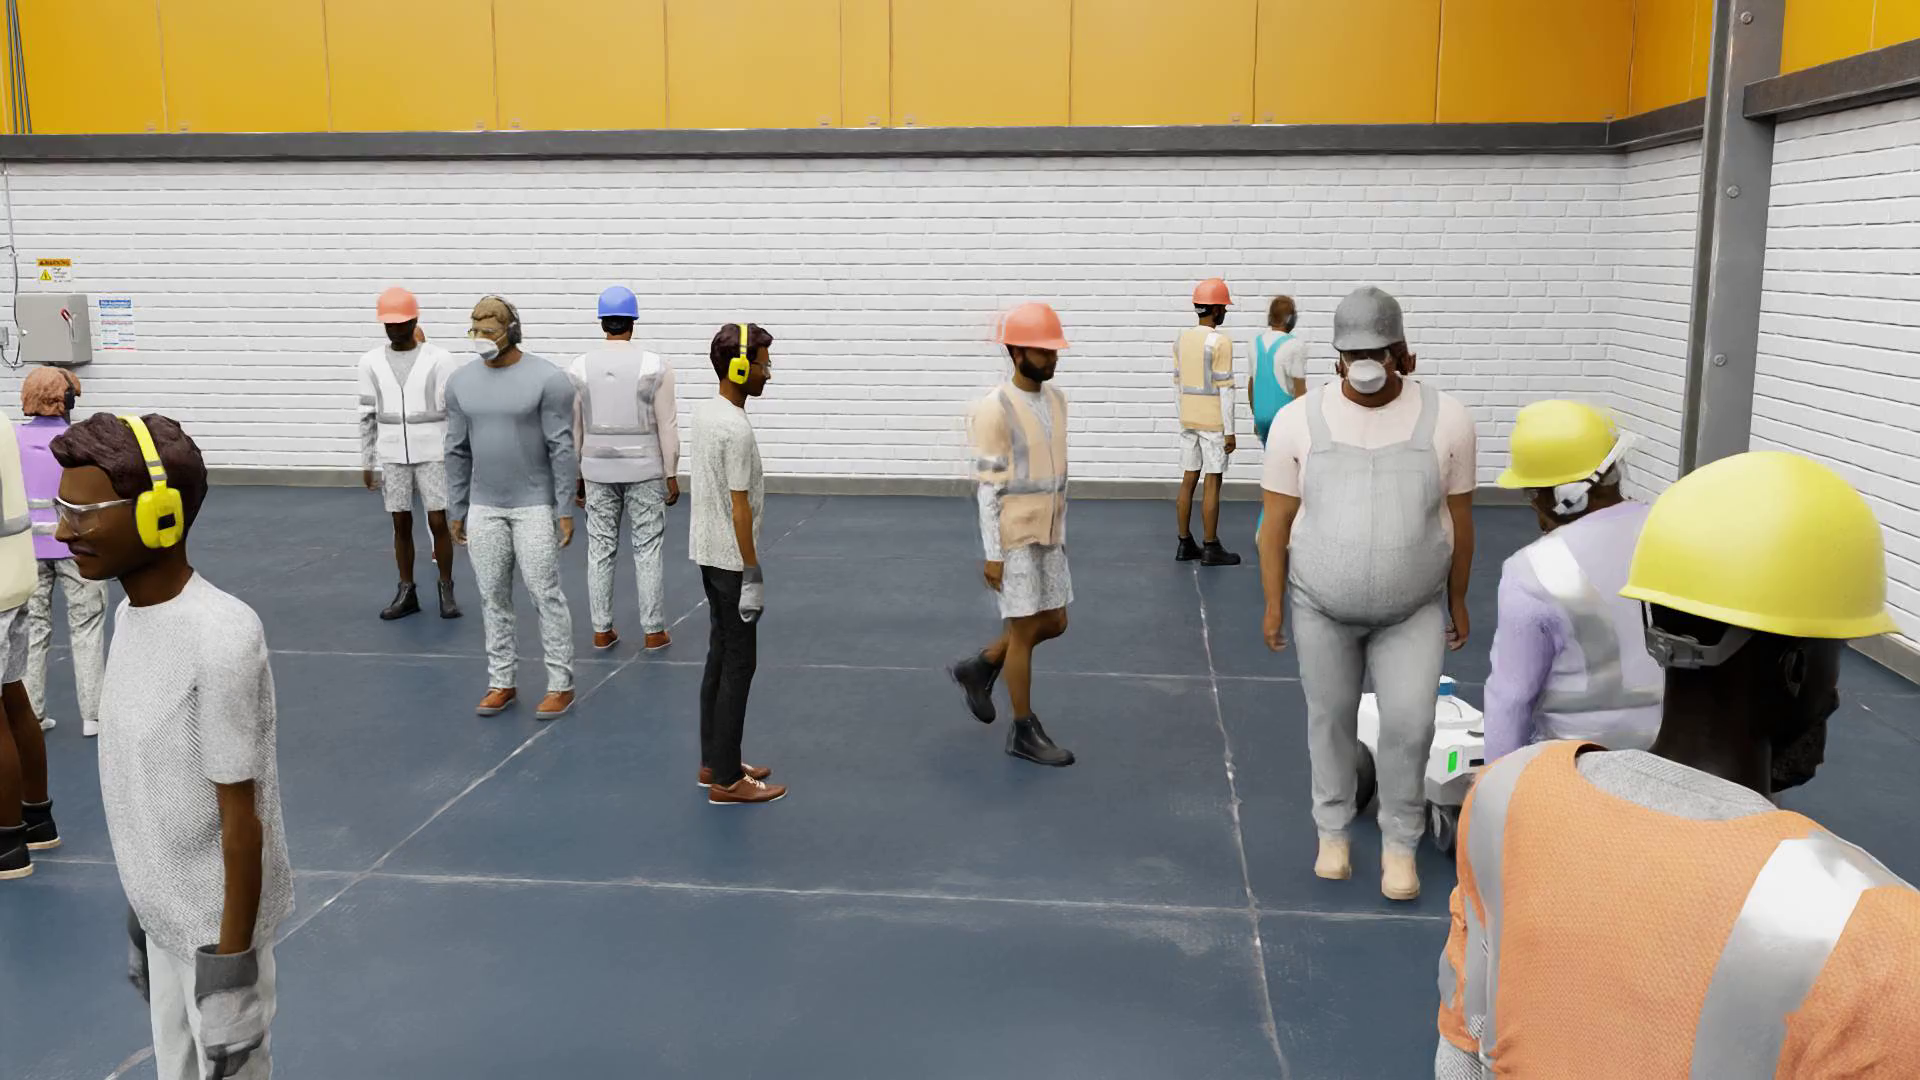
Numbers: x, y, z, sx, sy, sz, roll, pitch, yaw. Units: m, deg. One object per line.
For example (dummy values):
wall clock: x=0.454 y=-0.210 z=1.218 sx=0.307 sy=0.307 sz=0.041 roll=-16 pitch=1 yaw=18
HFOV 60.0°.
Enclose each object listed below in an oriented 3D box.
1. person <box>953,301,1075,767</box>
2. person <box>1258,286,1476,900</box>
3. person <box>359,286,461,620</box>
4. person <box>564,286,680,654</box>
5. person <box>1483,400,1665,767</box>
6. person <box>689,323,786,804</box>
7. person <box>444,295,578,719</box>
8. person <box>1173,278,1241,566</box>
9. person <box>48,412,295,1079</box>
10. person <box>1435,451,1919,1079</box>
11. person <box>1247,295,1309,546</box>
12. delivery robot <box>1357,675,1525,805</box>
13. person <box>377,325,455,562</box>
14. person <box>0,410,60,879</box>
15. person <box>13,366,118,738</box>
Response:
person: x=0.216 y=-0.036 z=6.963 sx=0.629 sy=1.924 sz=0.547 roll=8 pitch=13 yaw=39
person: x=1.322 y=0.166 z=5.460 sx=0.702 sy=2.000 sz=0.649 roll=3 pitch=10 yaw=14
person: x=-3.133 y=-0.483 z=9.521 sx=0.578 sy=1.924 sz=0.409 roll=-1 pitch=10 yaw=-5
person: x=-1.772 y=-0.360 z=8.777 sx=0.604 sy=1.939 sz=0.414 roll=1 pitch=10 yaw=4
person: x=1.576 y=0.544 z=4.074 sx=0.659 sy=1.777 sz=0.520 roll=-4 pitch=11 yaw=-20
person: x=-0.860 y=0.098 z=6.399 sx=0.343 sy=1.856 sz=0.526 roll=-5 pitch=11 yaw=-24
person: x=-2.037 y=-0.145 z=7.579 sx=0.639 sy=1.926 sz=0.367 roll=2 pitch=10 yaw=12
person: x=1.674 y=-0.792 z=11.243 sx=0.359 sy=1.938 sz=0.545 roll=-7 pitch=12 yaw=-34
person: x=-1.344 y=0.703 z=2.909 sx=0.505 sy=1.864 sz=0.331 roll=10 pitch=14 yaw=44
person: x=0.779 y=0.861 z=1.807 sx=0.374 sy=1.924 sz=0.594 roll=-5 pitch=11 yaw=-26
person: x=2.354 y=-0.863 z=12.071 sx=0.818 sy=1.806 sz=0.559 roll=-9 pitch=13 yaw=-42
delivery robot: x=1.756 y=0.744 z=6.137 sx=0.477 sy=0.478 sz=0.707 roll=-3 pitch=10 yaw=-17
person: x=-3.706 y=-0.655 z=11.324 sx=0.508 sy=1.632 sz=0.271 roll=-1 pitch=10 yaw=-4
person: x=-3.345 y=0.178 z=5.649 sx=0.370 sy=1.958 sz=0.598 roll=-3 pitch=10 yaw=-16
person: x=-3.911 y=0.063 z=7.227 sx=0.523 sy=1.631 sz=0.313 roll=-1 pitch=10 yaw=-8
